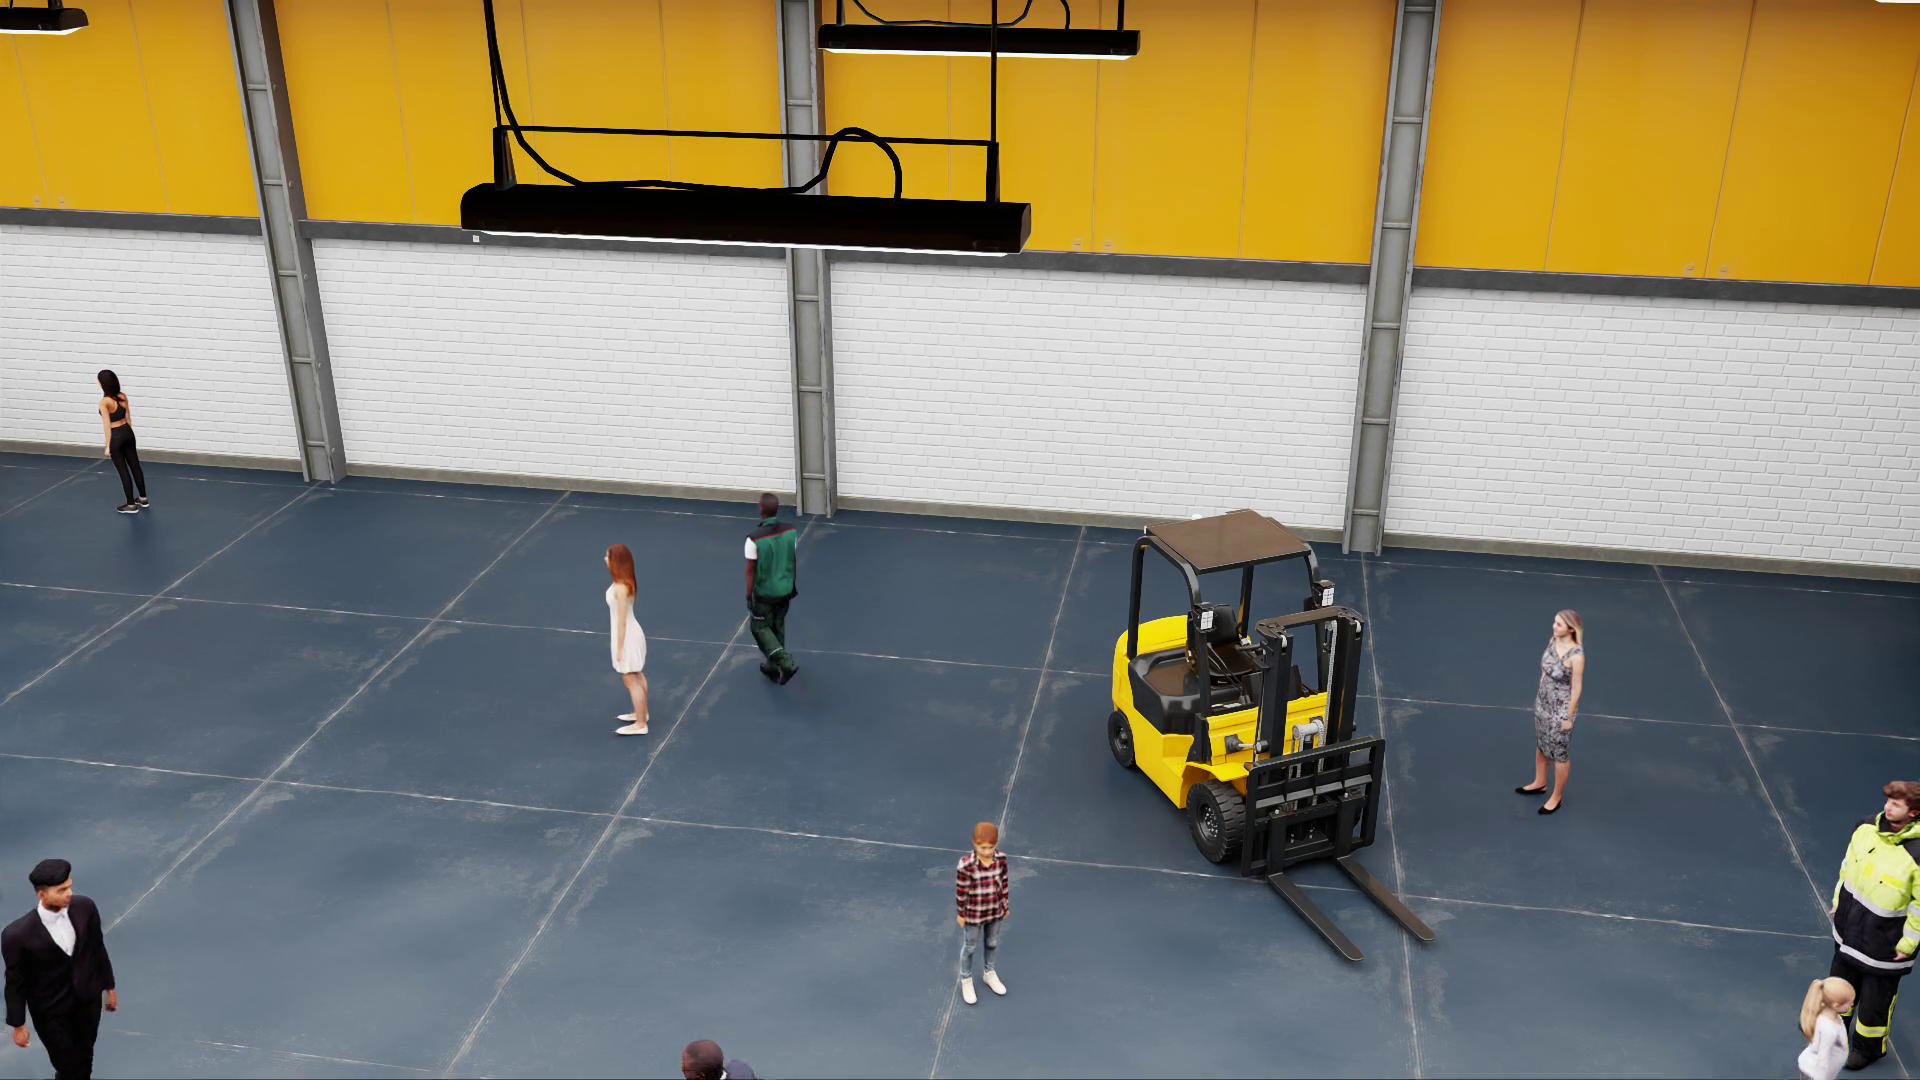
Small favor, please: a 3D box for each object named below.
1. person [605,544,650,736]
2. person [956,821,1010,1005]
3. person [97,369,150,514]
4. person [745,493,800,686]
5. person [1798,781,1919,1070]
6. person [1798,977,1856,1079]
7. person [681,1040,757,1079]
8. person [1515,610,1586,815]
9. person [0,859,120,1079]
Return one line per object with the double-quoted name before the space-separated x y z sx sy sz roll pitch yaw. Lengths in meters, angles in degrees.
"person" -2.797 0.821 14.013 0.601 1.712 0.621 -2 24 -5
"person" 0.142 2.404 10.900 0.598 1.306 0.678 -10 26 -22
"person" -9.344 -1.113 18.524 0.526 1.644 0.577 8 25 17
"person" -1.608 0.485 14.642 0.974 1.825 1.046 -18 29 -35
"person" 5.647 2.332 10.221 0.845 1.981 0.871 -7 25 -17
"person" 4.844 3.028 9.525 0.859 1.263 0.587 9 25 19
"person" -1.058 3.257 8.343 1.107 1.790 0.734 6 24 13
"person" 4.646 1.309 12.909 0.622 1.703 0.638 -6 24 -12
"person" -5.244 2.643 9.662 0.862 1.860 0.865 17 29 34
